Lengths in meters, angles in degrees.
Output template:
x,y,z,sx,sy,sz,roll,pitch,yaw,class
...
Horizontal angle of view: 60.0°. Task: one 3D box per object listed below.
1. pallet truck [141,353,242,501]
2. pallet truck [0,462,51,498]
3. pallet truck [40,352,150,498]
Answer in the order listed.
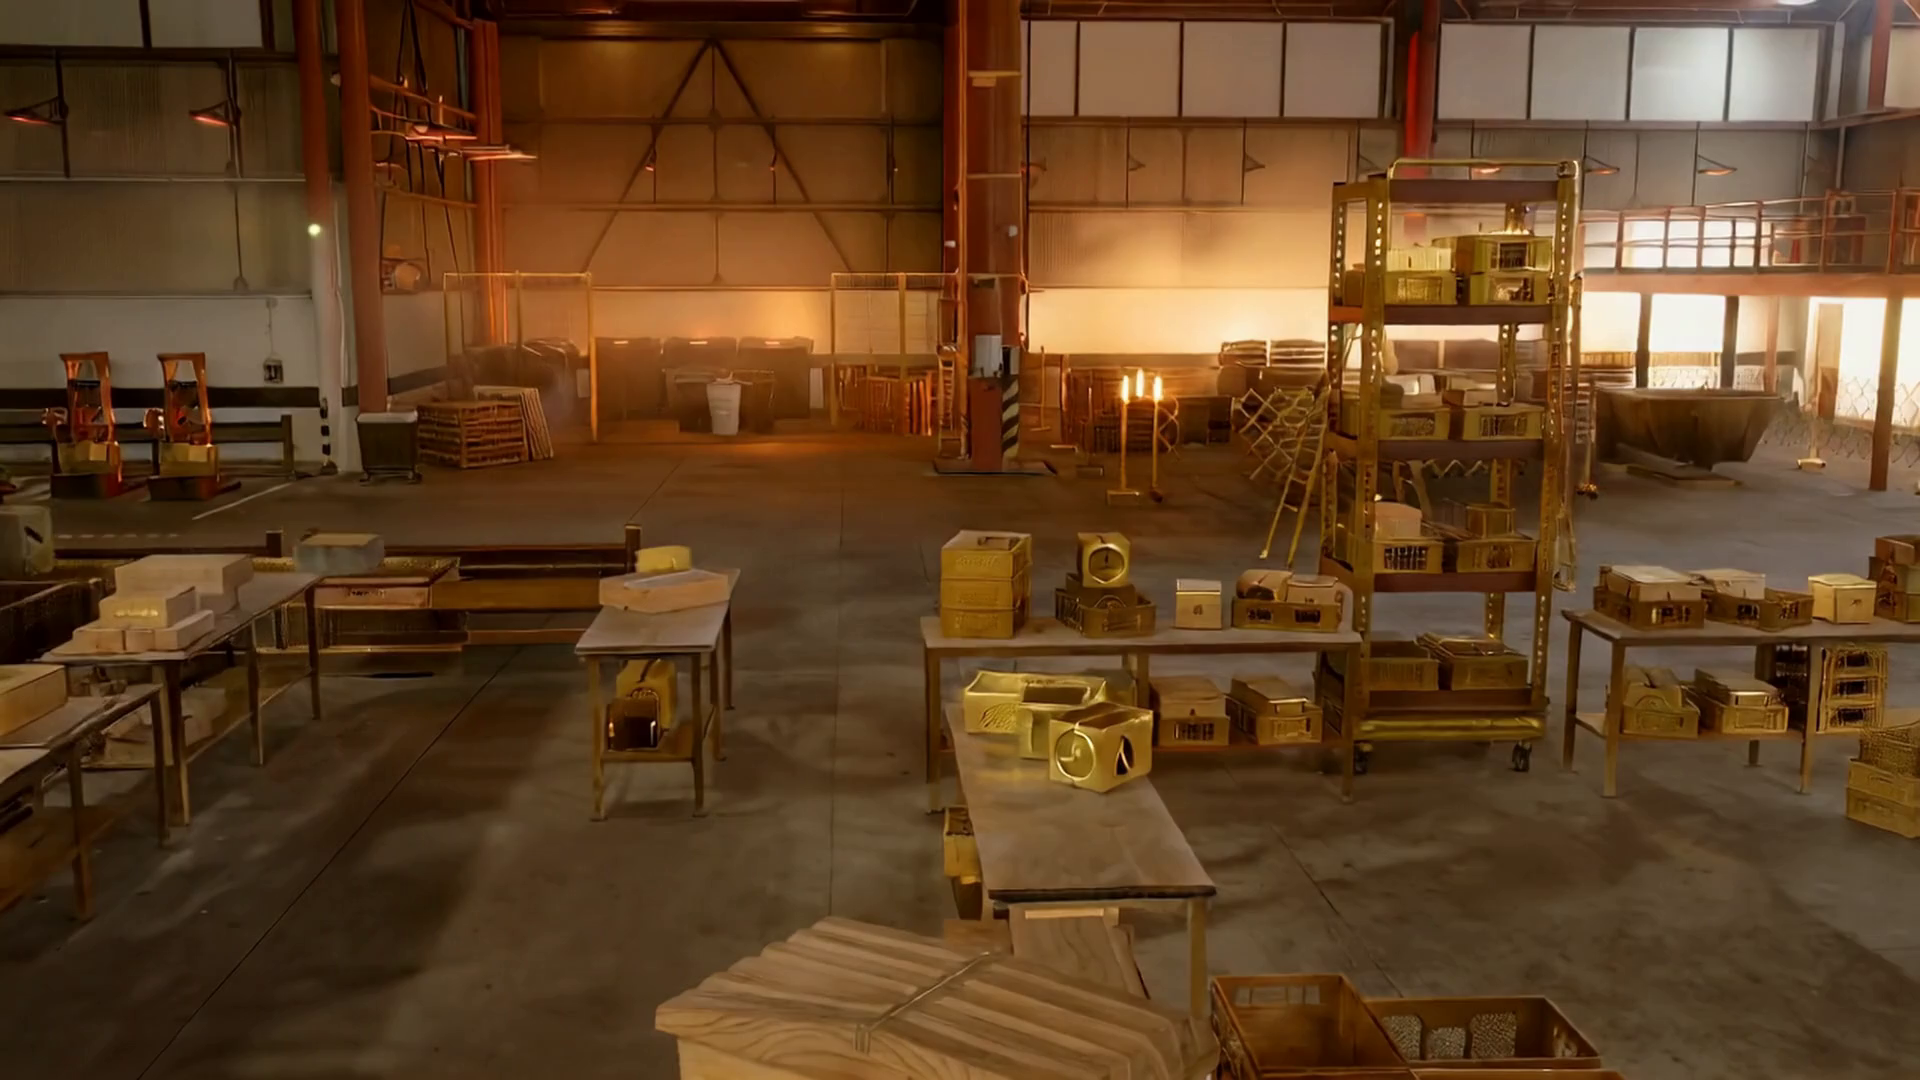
x,y,z,sx,sy,sz,roll,pitch,yaw,class
-10.520,-1.604,22.925,0.823,1.965,1.885,-1,9,-6,pallet truck
-13.193,-1.293,23.148,0.653,1.274,1.630,-1,9,-4,pallet truck
-11.907,-1.642,23.165,0.823,1.965,1.885,0,9,0,pallet truck
